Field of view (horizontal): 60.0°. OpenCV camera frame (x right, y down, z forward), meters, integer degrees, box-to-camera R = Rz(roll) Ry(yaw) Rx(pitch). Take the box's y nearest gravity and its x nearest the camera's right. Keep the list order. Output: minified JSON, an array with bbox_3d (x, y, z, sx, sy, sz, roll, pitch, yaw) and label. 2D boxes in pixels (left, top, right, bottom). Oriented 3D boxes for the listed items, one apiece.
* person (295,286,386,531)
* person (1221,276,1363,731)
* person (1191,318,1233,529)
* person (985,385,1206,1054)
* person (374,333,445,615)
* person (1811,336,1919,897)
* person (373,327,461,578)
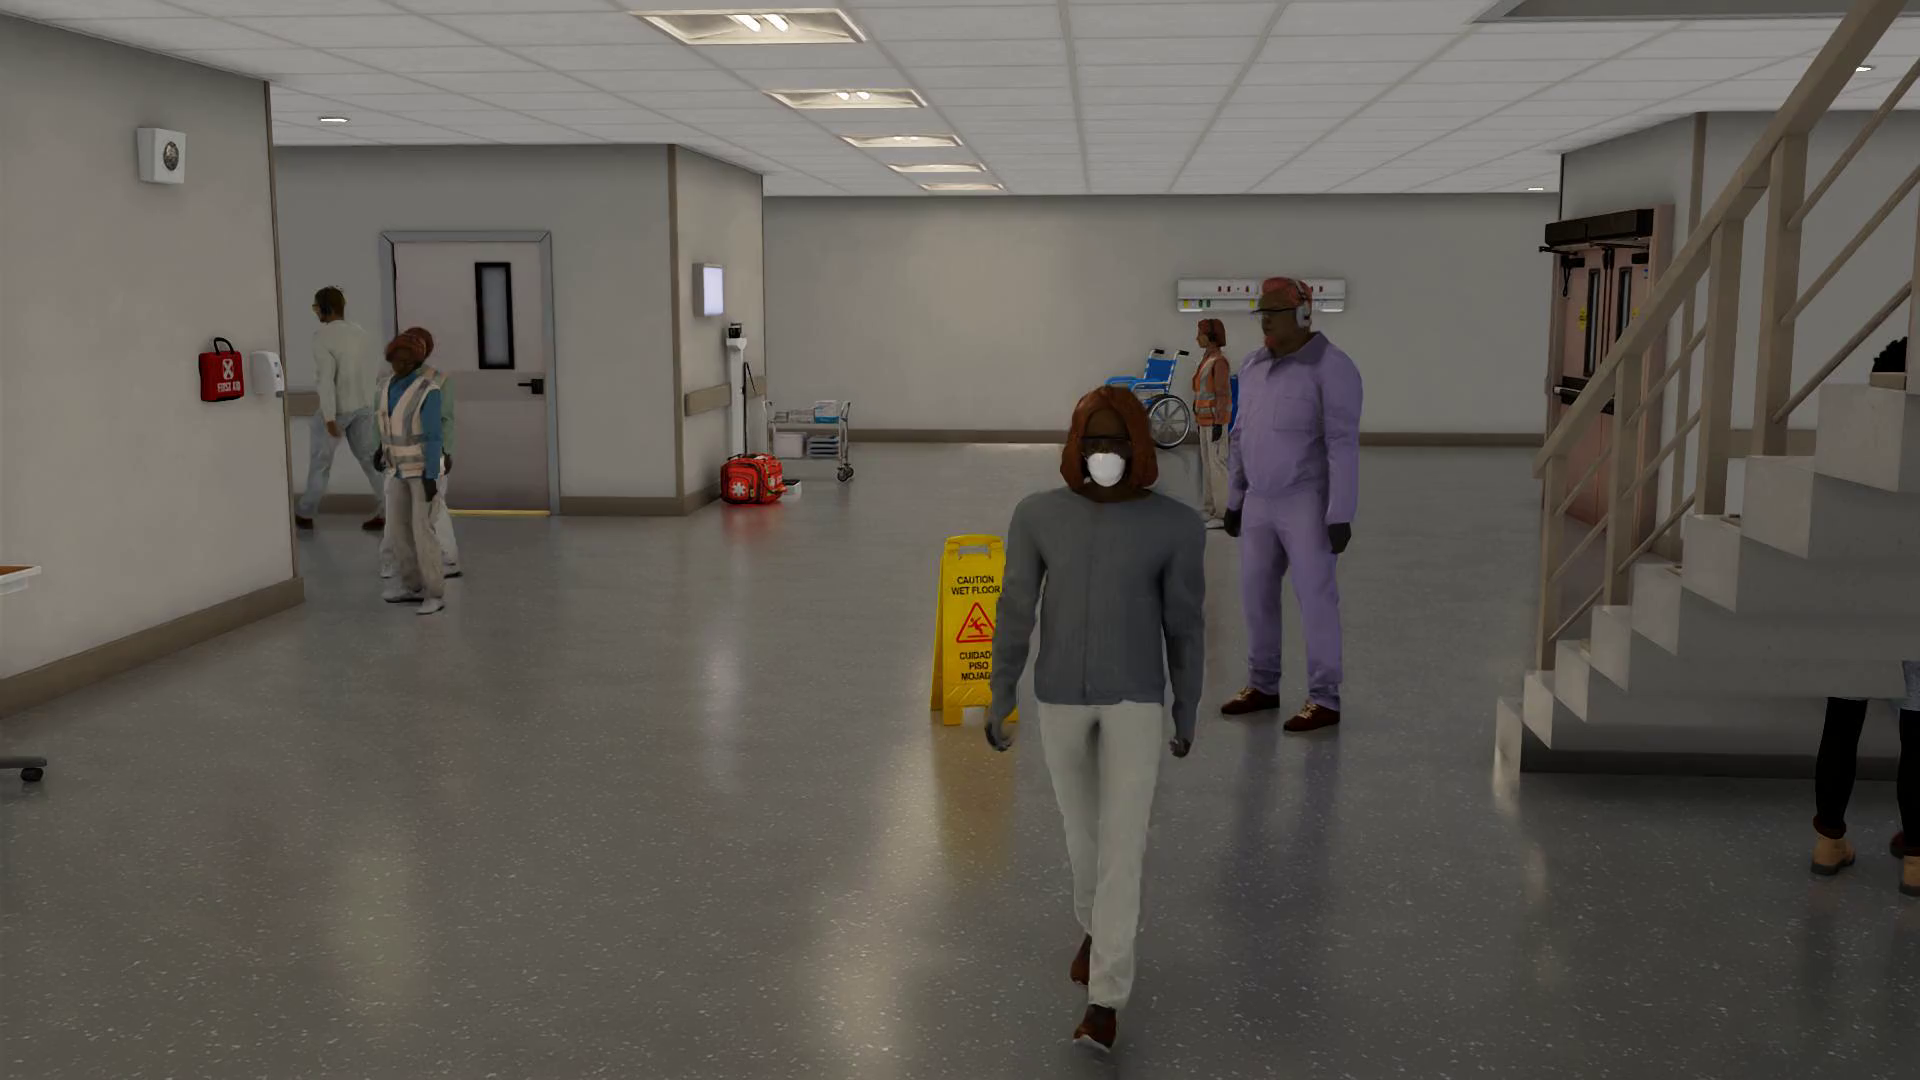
[{"bbox_3d":[-4.794,-1.001,12.818,1.006,1.887,0.634,3,9,22],"label":"person"},{"bbox_3d":[1.386,-0.153,7.008,0.400,1.897,0.667,-6,10,-33],"label":"person"},{"bbox_3d":[1.961,-0.902,12.955,0.311,1.638,0.523,-1,8,-6],"label":"person"},{"bbox_3d":[0.330,0.422,4.115,0.509,1.592,0.825,3,9,19],"label":"person"},{"bbox_3d":[-3.113,-0.373,9.458,0.598,1.605,0.407,6,10,35],"label":"person"},{"bbox_3d":[2.850,0.225,5.085,0.322,1.699,0.535,-7,11,-38],"label":"person"},{"bbox_3d":[-3.491,-0.559,10.676,0.552,1.624,0.337,1,8,7],"label":"person"}]
